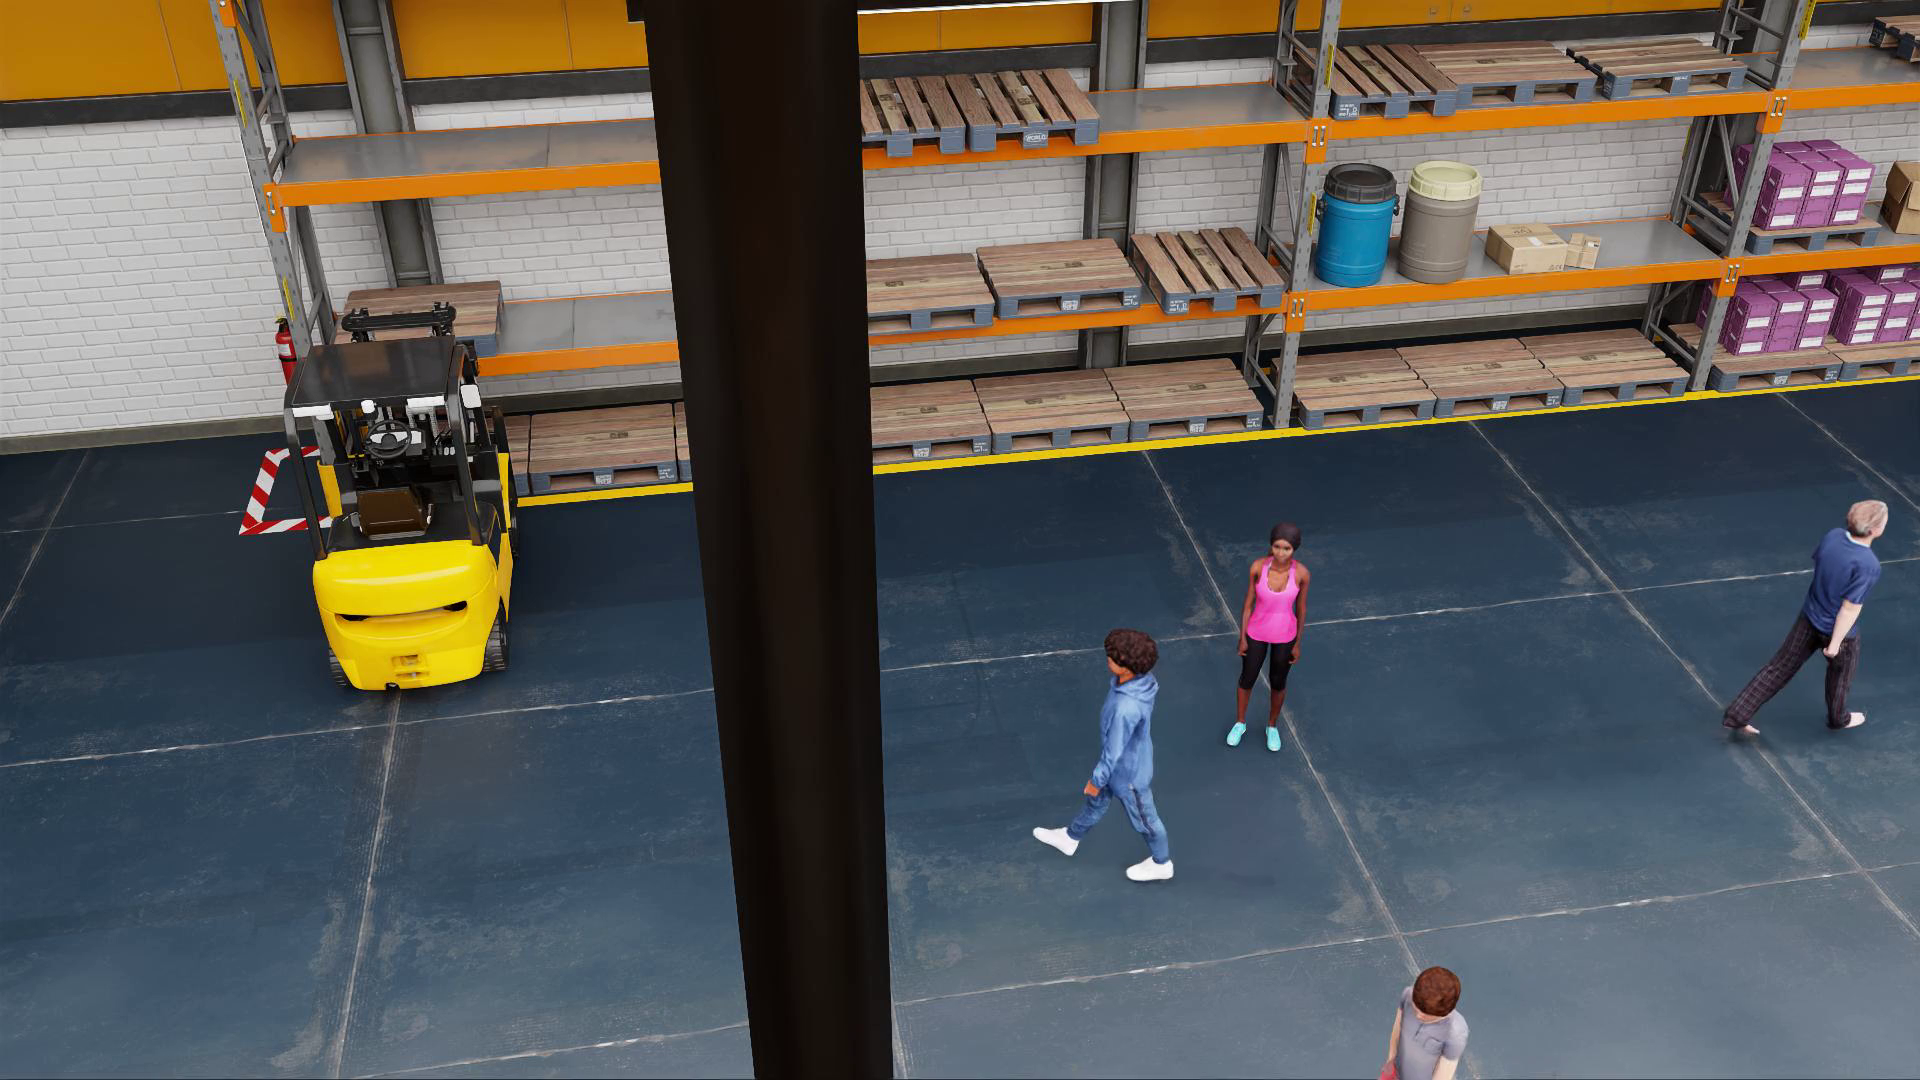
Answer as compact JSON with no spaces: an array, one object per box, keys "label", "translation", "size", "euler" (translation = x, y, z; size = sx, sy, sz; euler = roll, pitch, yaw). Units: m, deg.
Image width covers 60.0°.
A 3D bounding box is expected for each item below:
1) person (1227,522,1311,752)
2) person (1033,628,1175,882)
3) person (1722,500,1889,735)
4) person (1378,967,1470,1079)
[{"label":"person","translation":[2.009,0.611,10.744],"size":[0.604,1.722,0.701],"euler":[8,34,12]},{"label":"person","translation":[1.050,1.304,9.657],"size":[1.208,1.771,0.945],"euler":[5,34,8]},{"label":"person","translation":[5.482,0.572,10.721],"size":[1.261,1.813,0.727],"euler":[-8,34,-11]},{"label":"person","translation":[2.242,2.564,7.888],"size":[0.745,1.631,0.695],"euler":[-19,38,-26]}]
